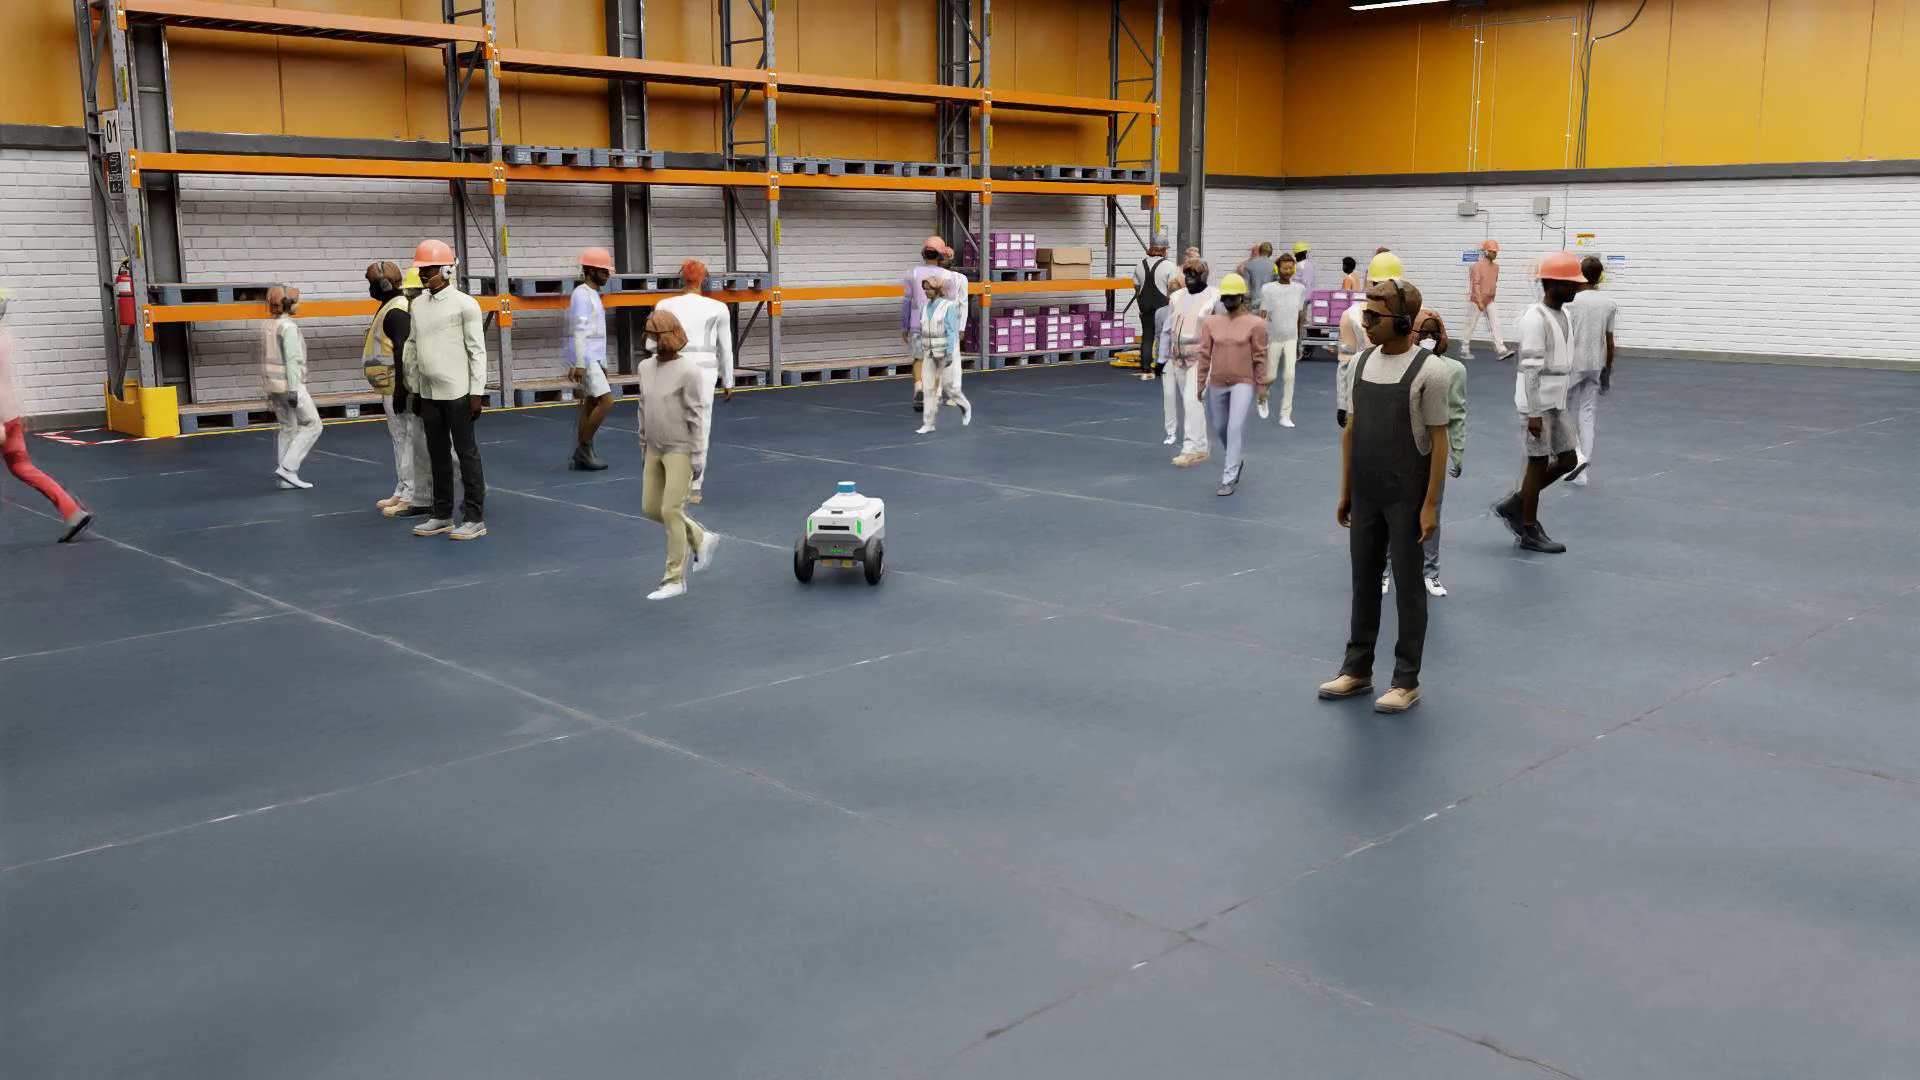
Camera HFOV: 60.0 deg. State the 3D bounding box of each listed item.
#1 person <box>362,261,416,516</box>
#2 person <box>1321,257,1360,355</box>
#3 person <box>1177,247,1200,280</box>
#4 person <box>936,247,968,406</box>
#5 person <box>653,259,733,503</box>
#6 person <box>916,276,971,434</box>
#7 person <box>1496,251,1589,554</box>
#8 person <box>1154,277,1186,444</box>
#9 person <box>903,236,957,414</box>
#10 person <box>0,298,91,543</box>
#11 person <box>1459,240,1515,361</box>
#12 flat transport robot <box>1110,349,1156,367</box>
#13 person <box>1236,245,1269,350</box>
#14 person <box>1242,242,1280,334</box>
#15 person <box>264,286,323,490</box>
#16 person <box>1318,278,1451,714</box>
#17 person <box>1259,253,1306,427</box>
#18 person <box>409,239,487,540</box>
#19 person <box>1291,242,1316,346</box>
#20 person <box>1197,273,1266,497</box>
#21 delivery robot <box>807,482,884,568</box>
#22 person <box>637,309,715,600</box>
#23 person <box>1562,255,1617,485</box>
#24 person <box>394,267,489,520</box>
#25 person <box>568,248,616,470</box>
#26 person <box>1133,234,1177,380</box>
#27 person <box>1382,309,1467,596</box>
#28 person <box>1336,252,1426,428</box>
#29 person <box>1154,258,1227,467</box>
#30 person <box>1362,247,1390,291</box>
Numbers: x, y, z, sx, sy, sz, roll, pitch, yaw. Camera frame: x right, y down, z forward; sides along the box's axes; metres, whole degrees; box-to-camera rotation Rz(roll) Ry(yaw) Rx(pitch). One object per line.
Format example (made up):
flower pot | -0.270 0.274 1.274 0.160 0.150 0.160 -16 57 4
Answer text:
person | -4.098 -1.093 12.068 0.430 1.837 0.623 -4 11 -21
person | 6.444 -3.894 27.830 0.861 1.642 0.541 6 12 28
person | 3.269 -3.250 23.793 0.673 1.848 1.020 -5 11 -24
person | -0.177 -2.543 19.841 0.573 1.883 0.354 6 12 31
person | -2.052 -1.241 12.881 0.593 1.826 1.006 0 10 -3
person | -0.179 -1.913 17.132 0.523 1.613 0.665 9 14 40
person | 3.725 -0.872 10.622 0.554 1.921 0.468 -10 14 -43
person | 2.152 -1.760 16.282 0.502 1.621 0.549 3 11 16
person | -0.352 -2.391 18.645 0.631 2.018 0.633 1 10 6
person | -6.169 -0.804 10.744 0.856 1.731 0.527 -3 11 -18
person | 8.539 -3.876 26.960 0.615 1.938 1.031 -5 12 -26
flat transport robot | 2.940 -2.818 25.739 0.652 0.197 1.431 7 12 33
person | 4.988 -4.048 28.111 0.654 1.850 0.953 4 11 20
person | 5.012 -3.952 27.463 0.642 1.900 0.927 4 11 23
person | -5.300 -1.192 13.180 0.368 1.629 0.519 -10 14 -43
person | 1.826 -0.184 7.092 0.351 1.843 0.506 -8 13 -37
person | 3.421 -2.149 17.825 0.514 1.847 0.788 -1 10 -8
person | -3.438 -0.995 11.094 0.623 1.992 0.396 6 12 28
person | 5.853 -4.193 28.791 0.655 1.899 0.589 8 13 36
person | 2.171 -1.250 13.207 0.535 1.738 0.836 5 12 27
delivery robot | -0.674 -0.103 9.905 0.477 0.478 0.707 2 10 8
person | -1.590 -0.492 9.388 0.509 1.620 0.559 8 13 37
person | 5.038 -1.370 13.504 0.554 1.858 0.406 -1 10 -5
person | -3.751 -1.043 11.828 0.579 1.820 0.638 -7 13 -34
person | -3.161 -1.544 14.310 0.471 1.910 0.573 0 10 -2
person | 2.789 -3.244 23.232 0.693 2.000 0.537 9 13 39
person | 2.563 -0.480 9.325 0.511 1.623 0.322 2 11 10
person | 2.819 -0.958 11.117 0.608 1.907 0.419 2 11 11
person | 1.985 -1.554 14.646 0.789 1.815 0.633 -8 13 -39
person | 7.200 -4.137 28.717 0.670 1.807 0.646 7 13 34
